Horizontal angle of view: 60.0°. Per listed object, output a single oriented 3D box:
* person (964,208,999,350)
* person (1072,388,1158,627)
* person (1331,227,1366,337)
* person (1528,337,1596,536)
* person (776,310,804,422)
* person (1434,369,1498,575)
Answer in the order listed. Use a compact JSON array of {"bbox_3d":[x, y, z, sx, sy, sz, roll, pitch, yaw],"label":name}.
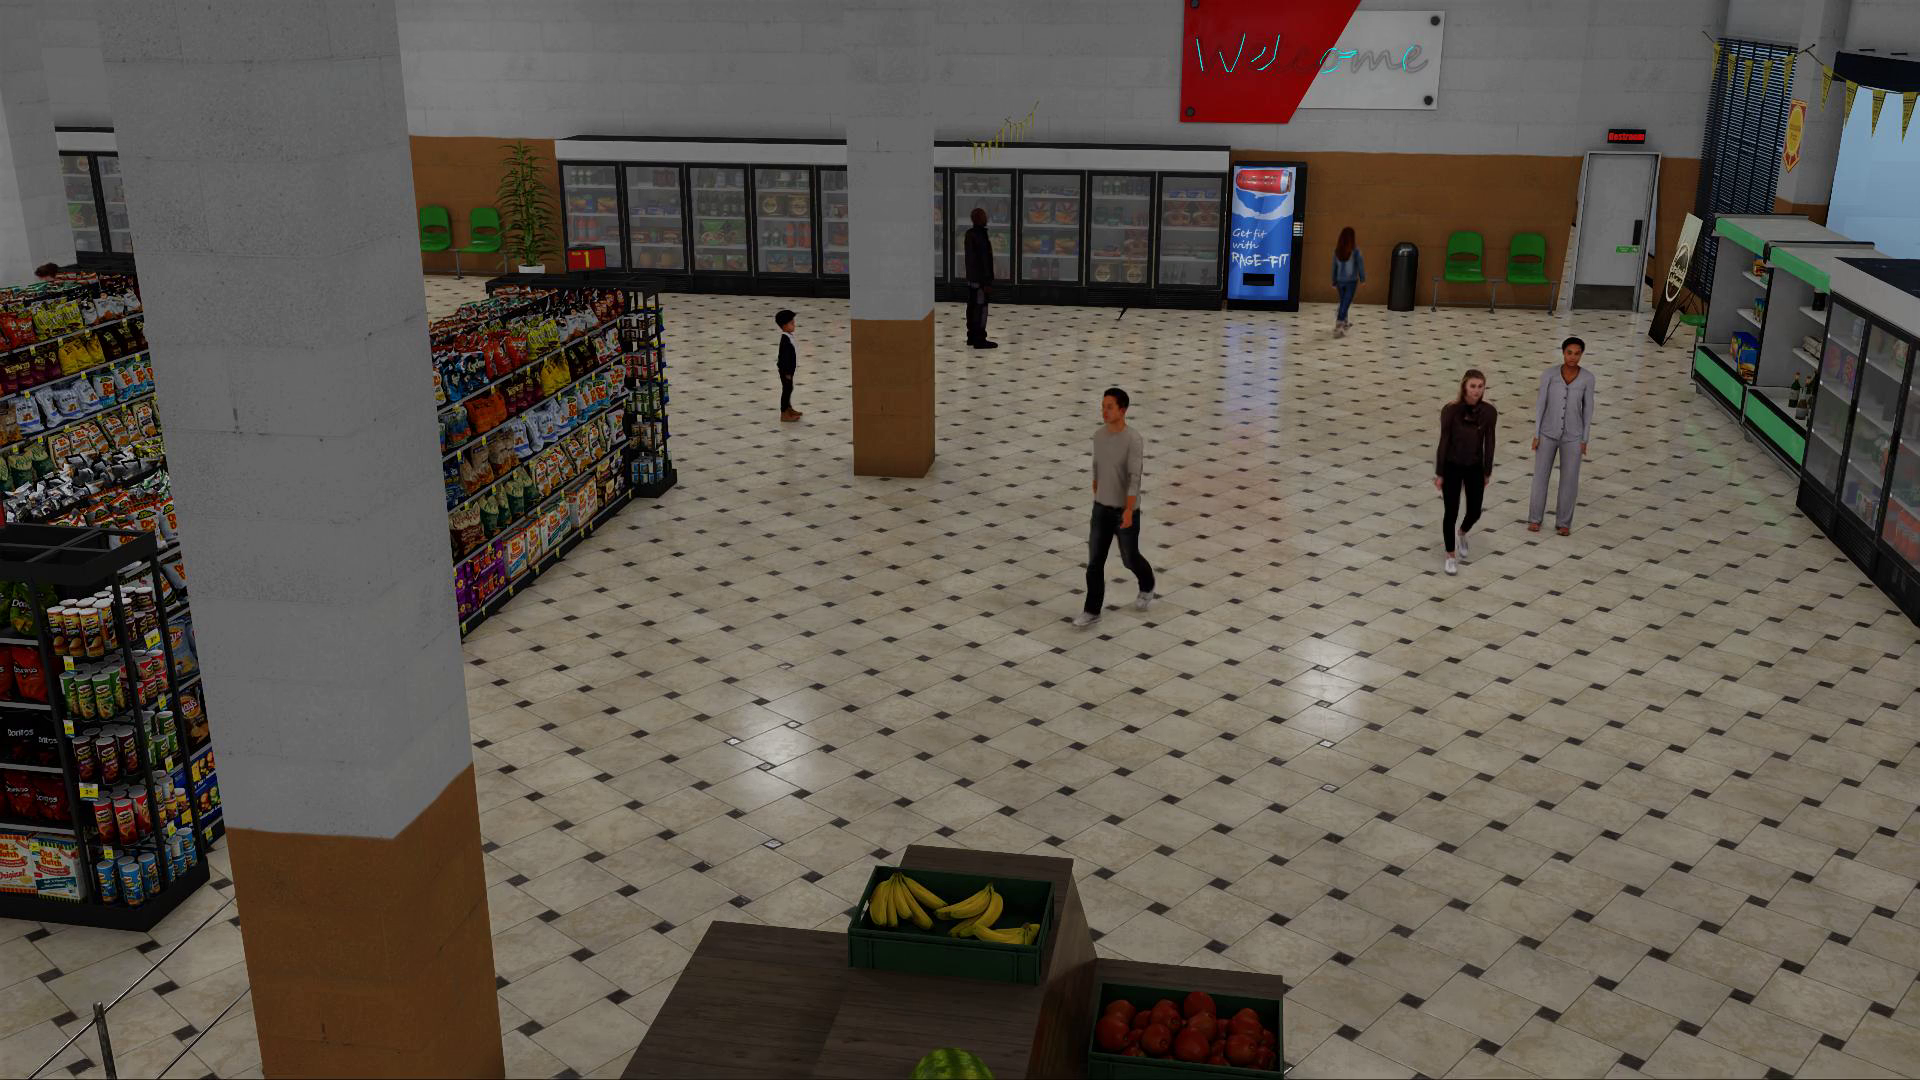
[{"bbox_3d":[0.230,-3.453,21.880,0.860,1.825,0.757,-8,20,-23],"label":"person"},{"bbox_3d":[1.239,-0.251,12.448,1.015,1.784,1.216,15,24,38],"label":"person"},{"bbox_3d":[5.221,-3.473,22.530,0.859,1.447,1.018,15,24,38],"label":"person"},{"bbox_3d":[5.250,-0.928,14.533,0.665,1.735,0.616,7,20,20],"label":"person"},{"bbox_3d":[-1.902,-1.925,18.290,0.582,1.223,0.450,1,19,2],"label":"person"},{"bbox_3d":[4.084,-0.583,13.573,0.631,1.693,0.715,2,19,6],"label":"person"}]
